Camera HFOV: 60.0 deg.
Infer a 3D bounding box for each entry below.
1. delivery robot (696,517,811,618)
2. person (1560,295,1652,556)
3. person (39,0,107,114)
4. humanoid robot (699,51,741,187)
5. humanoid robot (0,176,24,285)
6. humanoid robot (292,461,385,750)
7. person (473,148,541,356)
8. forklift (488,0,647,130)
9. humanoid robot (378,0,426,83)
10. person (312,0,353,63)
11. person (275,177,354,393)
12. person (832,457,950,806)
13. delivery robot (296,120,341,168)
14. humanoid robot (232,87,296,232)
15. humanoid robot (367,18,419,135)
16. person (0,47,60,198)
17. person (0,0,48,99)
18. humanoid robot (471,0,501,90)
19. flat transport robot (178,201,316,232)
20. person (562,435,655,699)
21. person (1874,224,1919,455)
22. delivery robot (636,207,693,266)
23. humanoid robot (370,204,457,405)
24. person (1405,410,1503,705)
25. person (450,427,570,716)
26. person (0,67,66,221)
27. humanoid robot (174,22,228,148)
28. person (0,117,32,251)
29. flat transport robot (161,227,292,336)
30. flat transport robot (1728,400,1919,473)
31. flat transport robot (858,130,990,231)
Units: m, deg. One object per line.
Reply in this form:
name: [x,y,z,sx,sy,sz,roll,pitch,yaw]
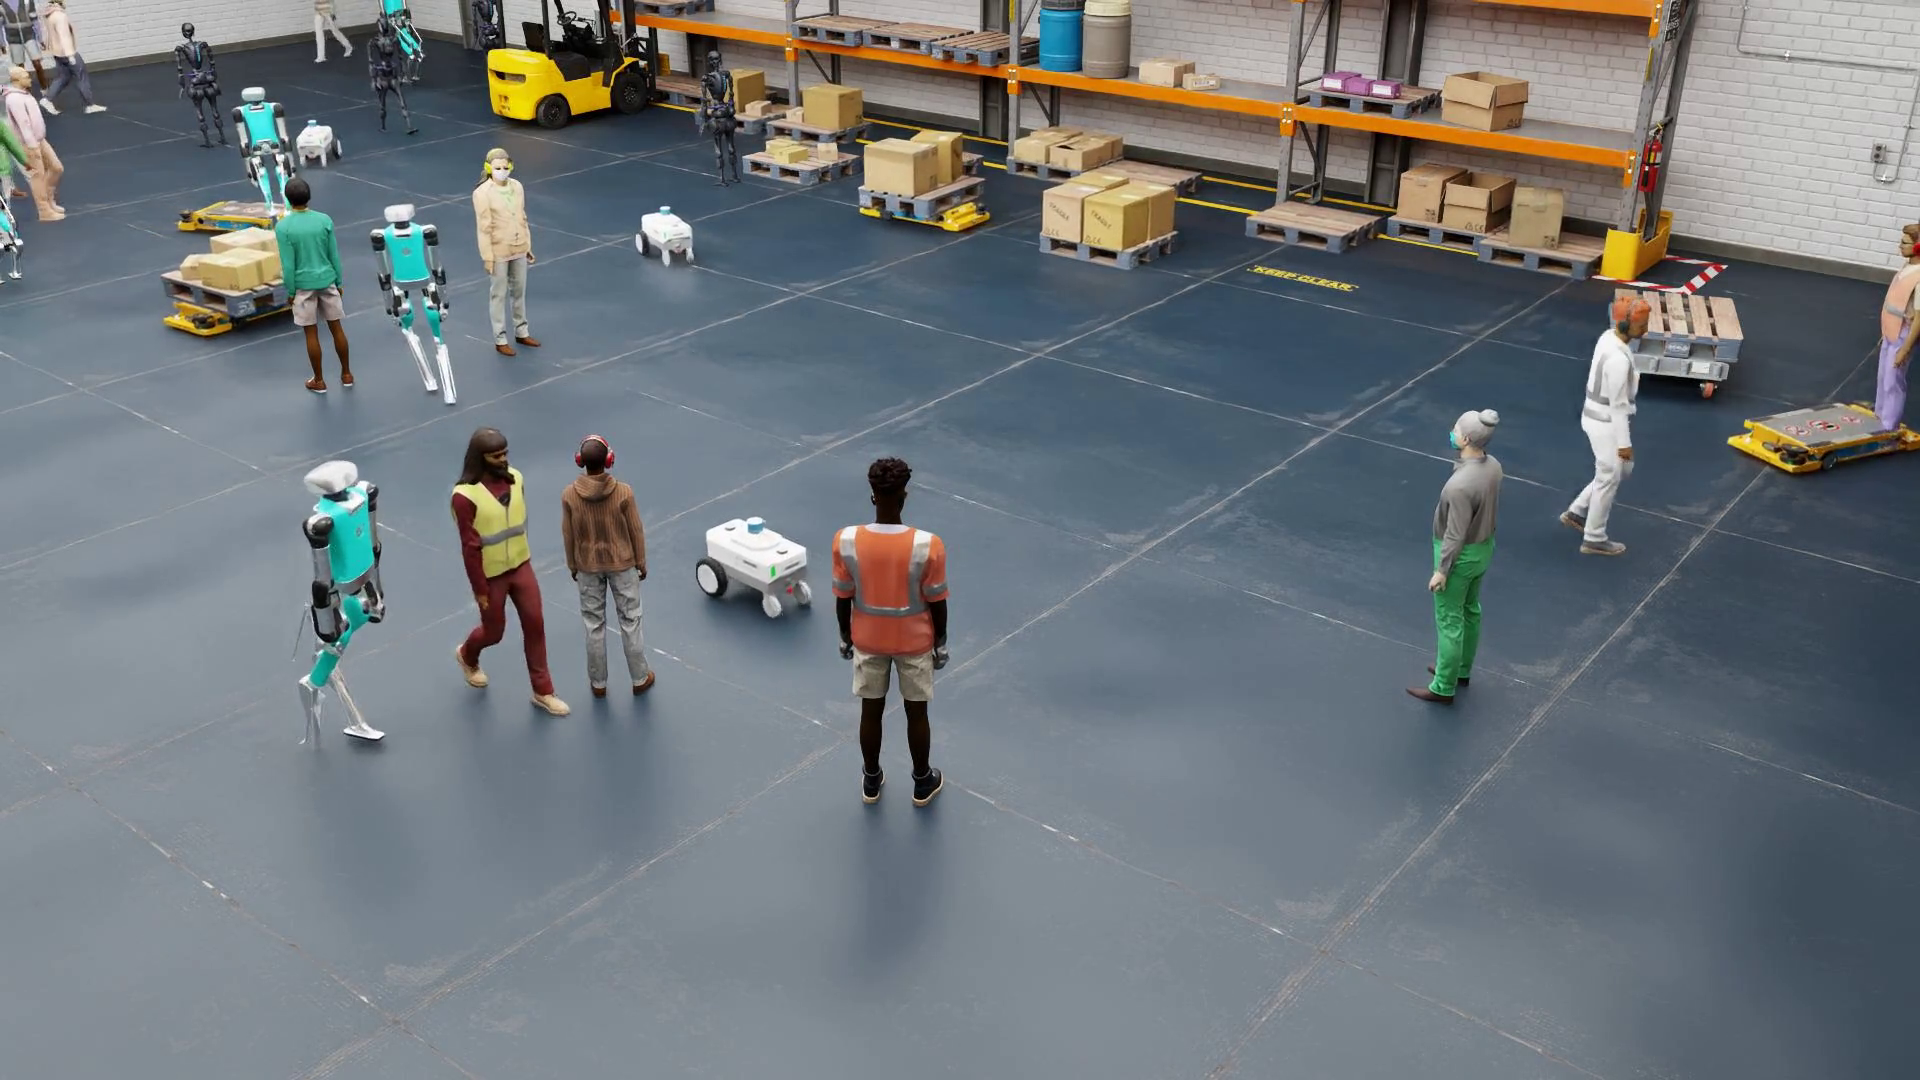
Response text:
delivery robot: [-1.353,0.141,10.966,0.799,0.608,0.499,22,33,38]
person: [4.448,-0.775,11.328,0.419,1.867,0.596,8,27,16]
person: [-13.451,-7.295,24.881,0.817,1.837,0.823,23,34,39]
humanoid robot: [-3.029,-5.313,20.942,0.315,1.653,0.599,19,32,34]
humanoid robot: [-9.815,-3.401,16.772,0.735,1.677,0.533,19,32,34]
humanoid robot: [-3.503,0.426,9.116,0.795,1.892,0.553,7,27,15]
person: [-4.154,-2.641,15.196,0.390,1.874,0.556,18,31,33]
forklift: [-5.874,-7.334,24.552,1.214,2.155,2.313,19,32,34]
humanoid robot: [-8.909,-8.194,26.698,0.735,1.677,0.533,19,32,34]
person: [-11.101,-9.251,29.185,0.521,1.609,0.794,12,28,23]
person: [-5.530,-2.174,14.256,0.505,1.849,0.388,-19,32,-34]
person: [-0.345,0.497,8.601,0.602,1.958,0.368,4,26,8]
delivery robot: [-8.608,-5.297,22.233,0.499,0.613,0.811,-4,26,-8]
humanoid robot: [-7.535,-4.007,18.148,0.553,1.749,0.731,-9,27,-17]
humanoid robot: [-8.096,-6.572,23.600,0.760,1.621,0.595,22,34,38]
person: [-11.484,-5.092,20.230,0.872,1.907,0.642,-1,26,-3]
person: [-14.296,-7.604,25.334,0.630,2.019,0.575,-17,30,-31]
humanoid robot: [-7.558,-8.090,26.693,0.315,1.653,0.599,19,32,34]
flat transport robot: [-8.239,-3.720,19.275,1.431,0.231,0.659,6,26,13]
person: [-2.044,0.169,9.626,0.457,1.651,0.339,-2,26,-5]
person: [7.356,-1.559,12.990,0.373,1.840,0.568,7,27,15]
delivery robot: [-3.196,-3.343,18.136,0.499,0.569,0.749,-14,29,-27]
humanoid robot: [-4.603,-2.037,14.110,0.541,1.750,0.891,-6,26,-13]
person: [2.878,0.086,9.591,0.345,1.838,0.512,20,32,36]
person: [-2.654,0.163,9.533,0.754,1.746,0.472,20,32,35]
person: [-10.803,-4.604,19.374,0.455,1.770,0.545,-4,26,-8]
humanoid robot: [-10.489,-6.277,22.933,0.315,1.657,0.599,19,32,34]
person: [-10.696,-4.150,18.467,0.619,1.733,0.917,-4,26,-8]
flat transport robot: [-7.013,-2.325,16.385,0.659,0.231,1.431,16,30,30]
flat transport robot: [6.937,-0.826,13.282,1.431,0.231,0.659,-10,28,-20]
flat transport robot: [-0.428,-3.904,19.656,1.431,0.231,0.659,16,30,30]
